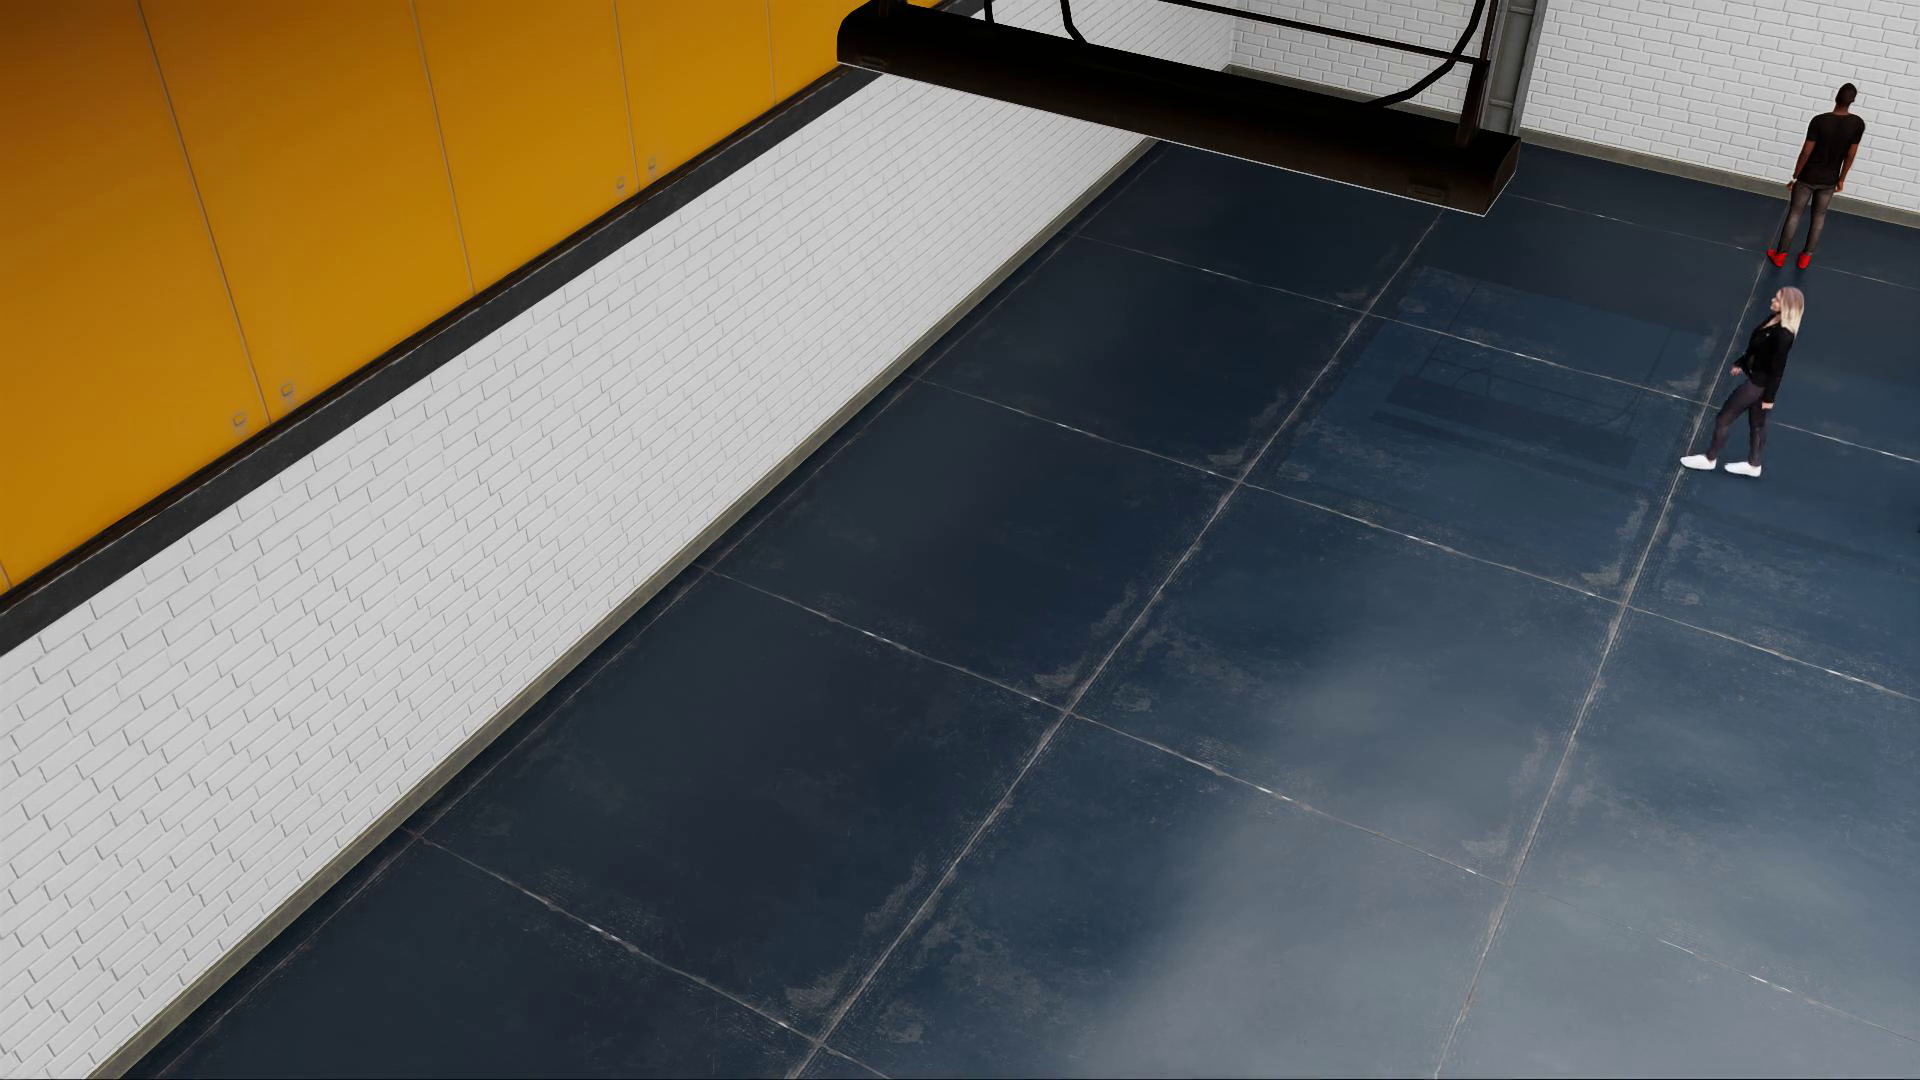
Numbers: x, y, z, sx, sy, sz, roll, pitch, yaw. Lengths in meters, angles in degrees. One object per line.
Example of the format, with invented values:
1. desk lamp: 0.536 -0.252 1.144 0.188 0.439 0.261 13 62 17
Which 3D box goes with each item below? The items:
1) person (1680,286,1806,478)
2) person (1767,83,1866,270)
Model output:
1. person: 6.250 -1.182 12.794 0.860 1.664 0.669 16 41 19
2. person: 7.965 -3.372 15.423 0.595 1.806 0.762 6 39 8
